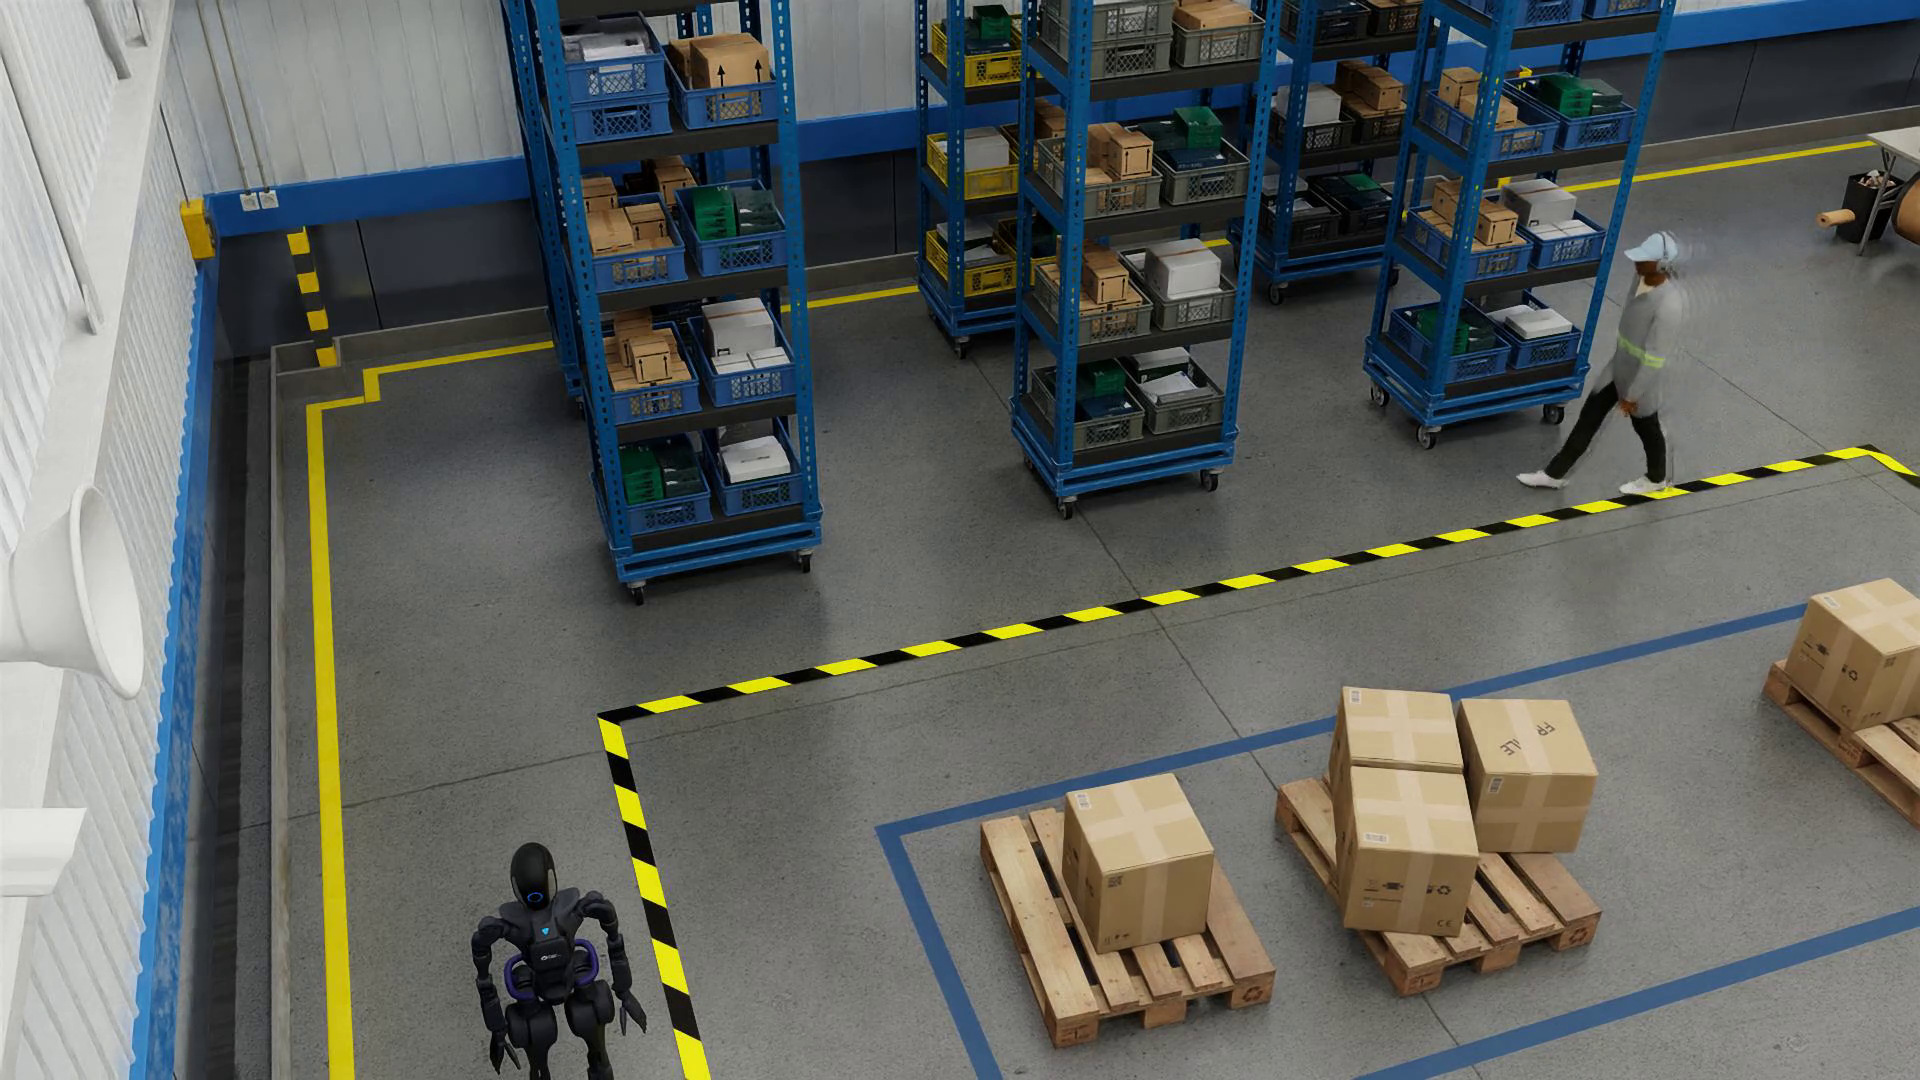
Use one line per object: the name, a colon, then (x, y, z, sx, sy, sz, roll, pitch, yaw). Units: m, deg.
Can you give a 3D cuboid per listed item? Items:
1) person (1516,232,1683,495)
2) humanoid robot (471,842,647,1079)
person: (4.092, -1.042, 10.201, 0.956, 1.796, 0.608, -2, 35, -3)
humanoid robot: (-1.511, 1.766, 6.317, 0.599, 1.657, 0.315, -12, 37, -17)
